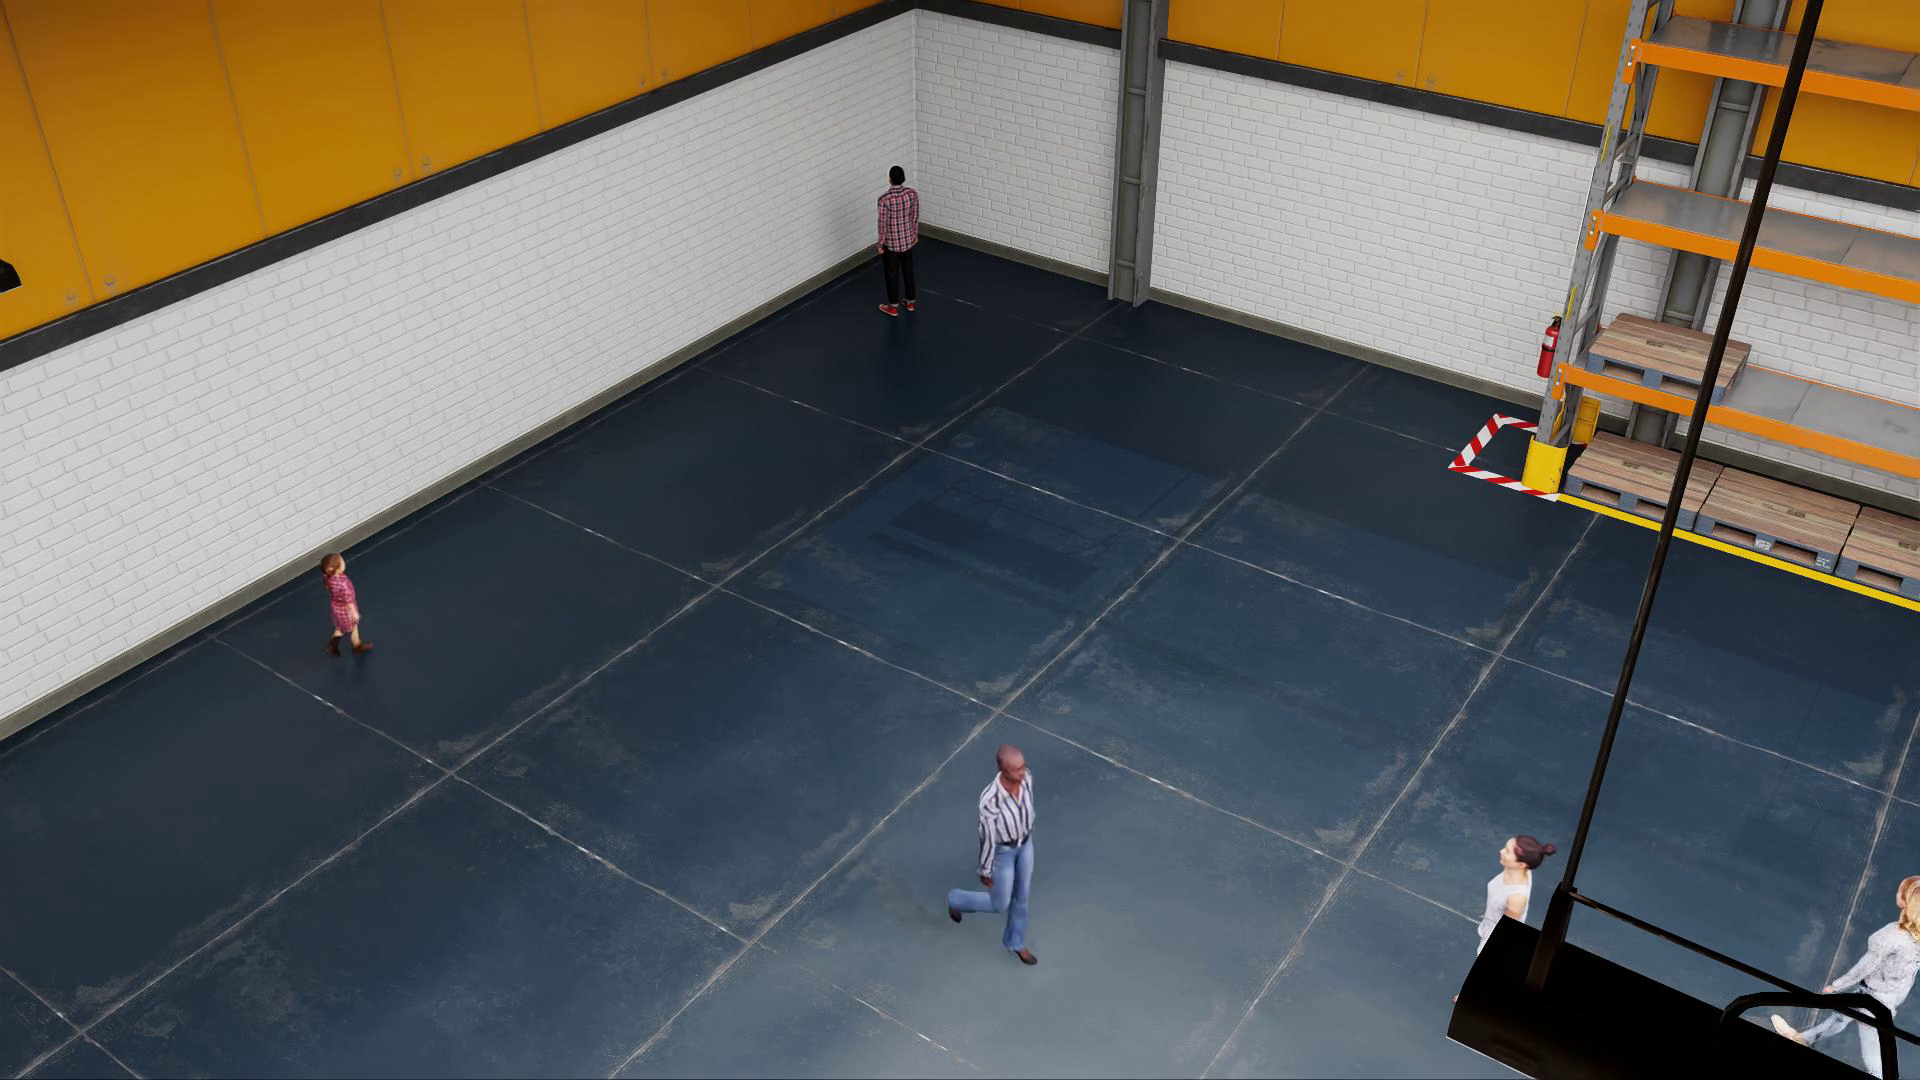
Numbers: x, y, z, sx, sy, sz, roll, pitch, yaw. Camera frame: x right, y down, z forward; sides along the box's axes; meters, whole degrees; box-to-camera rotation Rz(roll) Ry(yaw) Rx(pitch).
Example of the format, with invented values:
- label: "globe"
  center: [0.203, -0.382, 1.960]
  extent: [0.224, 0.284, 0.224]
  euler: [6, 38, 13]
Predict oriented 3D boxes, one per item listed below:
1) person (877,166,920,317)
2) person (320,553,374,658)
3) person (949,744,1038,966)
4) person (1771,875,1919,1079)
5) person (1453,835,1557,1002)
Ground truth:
- label: "person"
  center: [-0.703, -3.398, 18.800]
  extent: [0.769, 1.761, 0.737]
  euler: [-21, 39, -29]
- label: "person"
  center: [-5.051, 0.553, 13.531]
  extent: [0.561, 1.014, 0.524]
  euler: [26, 42, 34]
- label: "person"
  center: [0.233, 1.987, 10.680]
  extent: [0.907, 1.781, 0.664]
  euler: [24, 40, 31]
- label: "person"
  center: [5.377, 2.717, 9.604]
  extent: [0.937, 1.757, 1.166]
  euler: [-17, 37, -24]
- label: "person"
  center: [3.321, 2.416, 10.193]
  extent: [0.667, 1.604, 0.645]
  euler: [7, 34, 10]
